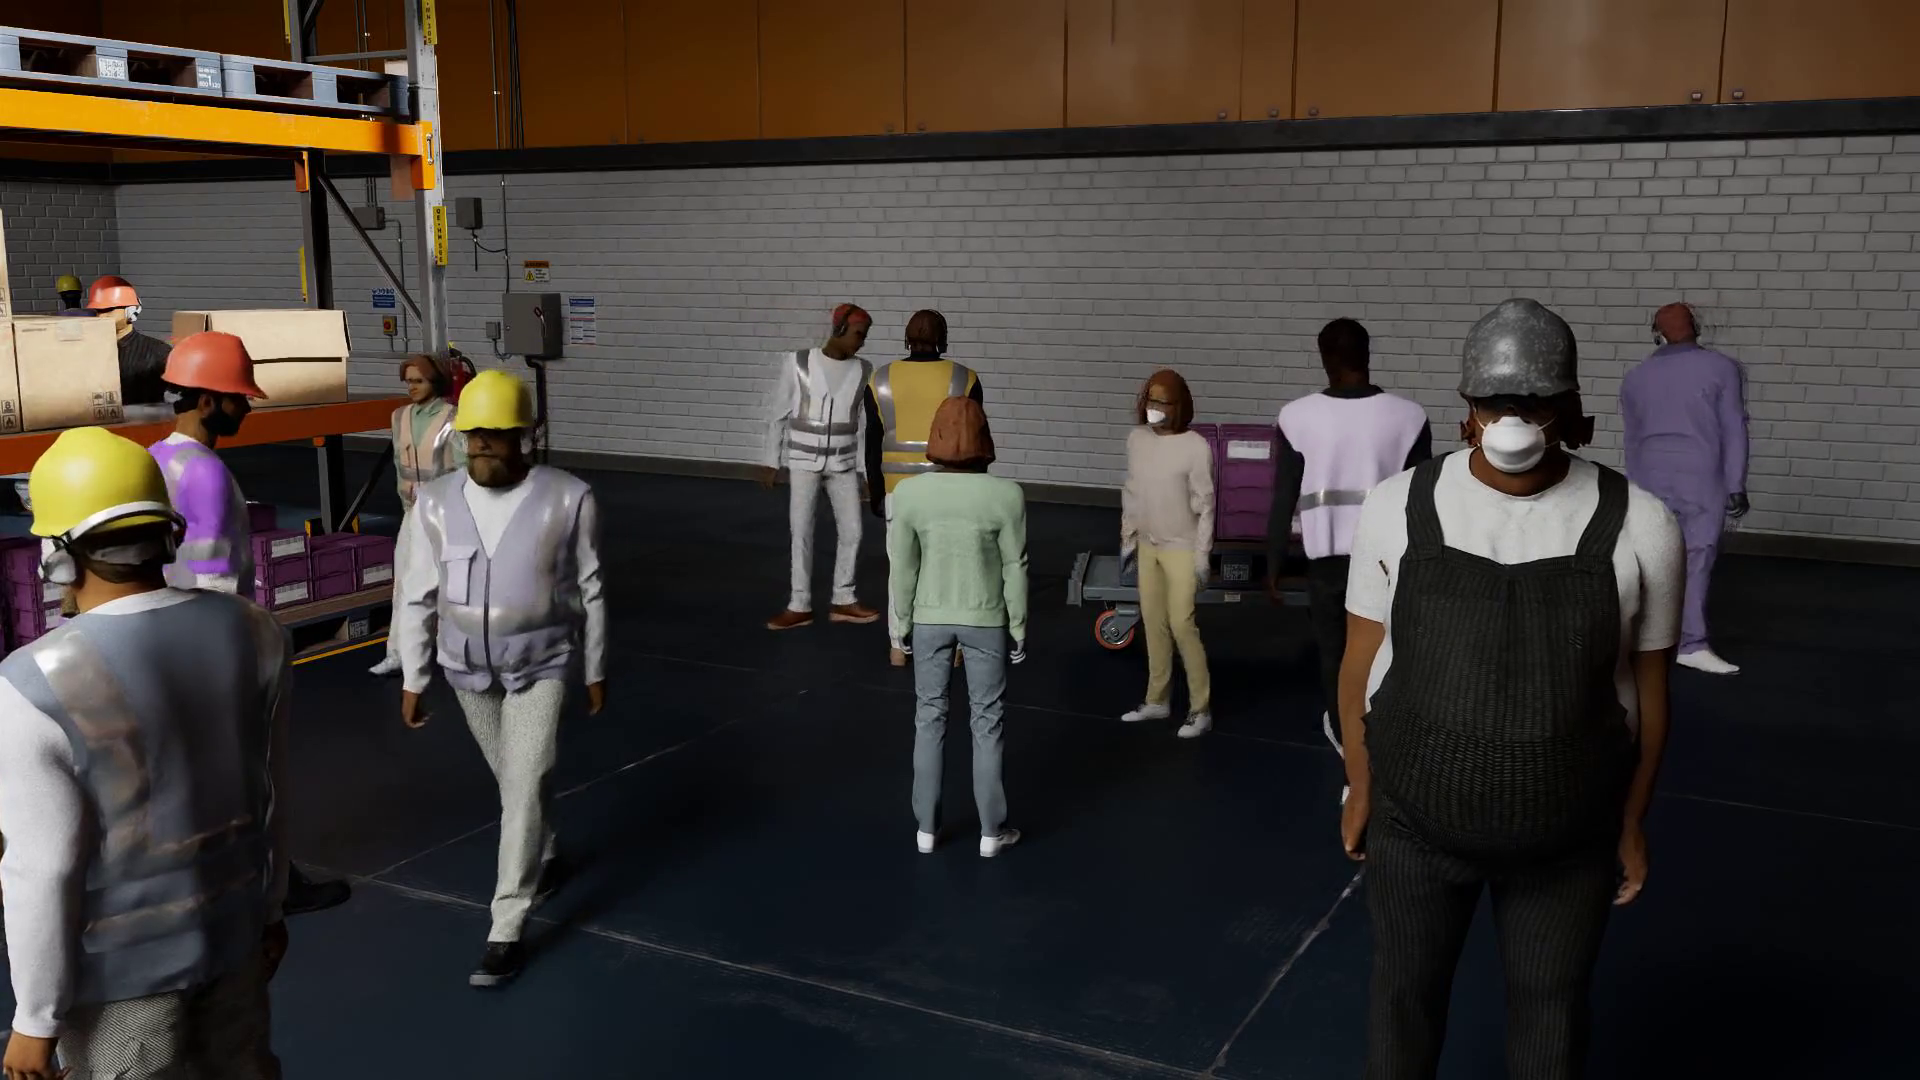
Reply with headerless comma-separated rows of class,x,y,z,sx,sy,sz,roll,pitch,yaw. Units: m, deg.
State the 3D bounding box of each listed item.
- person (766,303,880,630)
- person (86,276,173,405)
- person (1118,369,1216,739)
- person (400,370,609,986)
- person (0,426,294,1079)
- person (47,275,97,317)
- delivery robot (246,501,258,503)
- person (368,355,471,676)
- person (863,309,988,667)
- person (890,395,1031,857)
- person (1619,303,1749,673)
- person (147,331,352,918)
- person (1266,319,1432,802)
person,-0.796,-0.403,9.387,0.701,1.854,0.346,-3,10,-16
person,-4.796,-0.516,9.596,0.623,1.992,0.396,0,10,2
person,0.917,0.057,7.379,0.332,1.626,0.529,-7,12,-36
person,-1.400,0.366,5.128,0.602,1.784,0.955,1,10,5
person,-1.446,0.711,2.971,0.403,1.828,0.598,4,11,22
person,-8.224,-1.504,15.521,0.384,1.924,0.589,8,13,40
delivery robot,-5.090,-0.122,11.208,0.707,0.478,0.477,-6,11,-30
person,-2.683,-0.110,8.335,0.535,1.606,0.771,4,11,21
person,-0.168,-0.260,8.556,0.633,1.843,0.429,1,10,7
person,0.005,0.307,5.865,0.502,1.636,0.280,2,10,14
person,3.762,-0.272,8.566,0.396,1.873,0.752,-7,12,-34
person,-2.405,0.314,5.111,0.842,1.900,0.547,-8,13,-40
person,1.593,0.052,6.686,0.669,1.851,0.961,3,10,15
